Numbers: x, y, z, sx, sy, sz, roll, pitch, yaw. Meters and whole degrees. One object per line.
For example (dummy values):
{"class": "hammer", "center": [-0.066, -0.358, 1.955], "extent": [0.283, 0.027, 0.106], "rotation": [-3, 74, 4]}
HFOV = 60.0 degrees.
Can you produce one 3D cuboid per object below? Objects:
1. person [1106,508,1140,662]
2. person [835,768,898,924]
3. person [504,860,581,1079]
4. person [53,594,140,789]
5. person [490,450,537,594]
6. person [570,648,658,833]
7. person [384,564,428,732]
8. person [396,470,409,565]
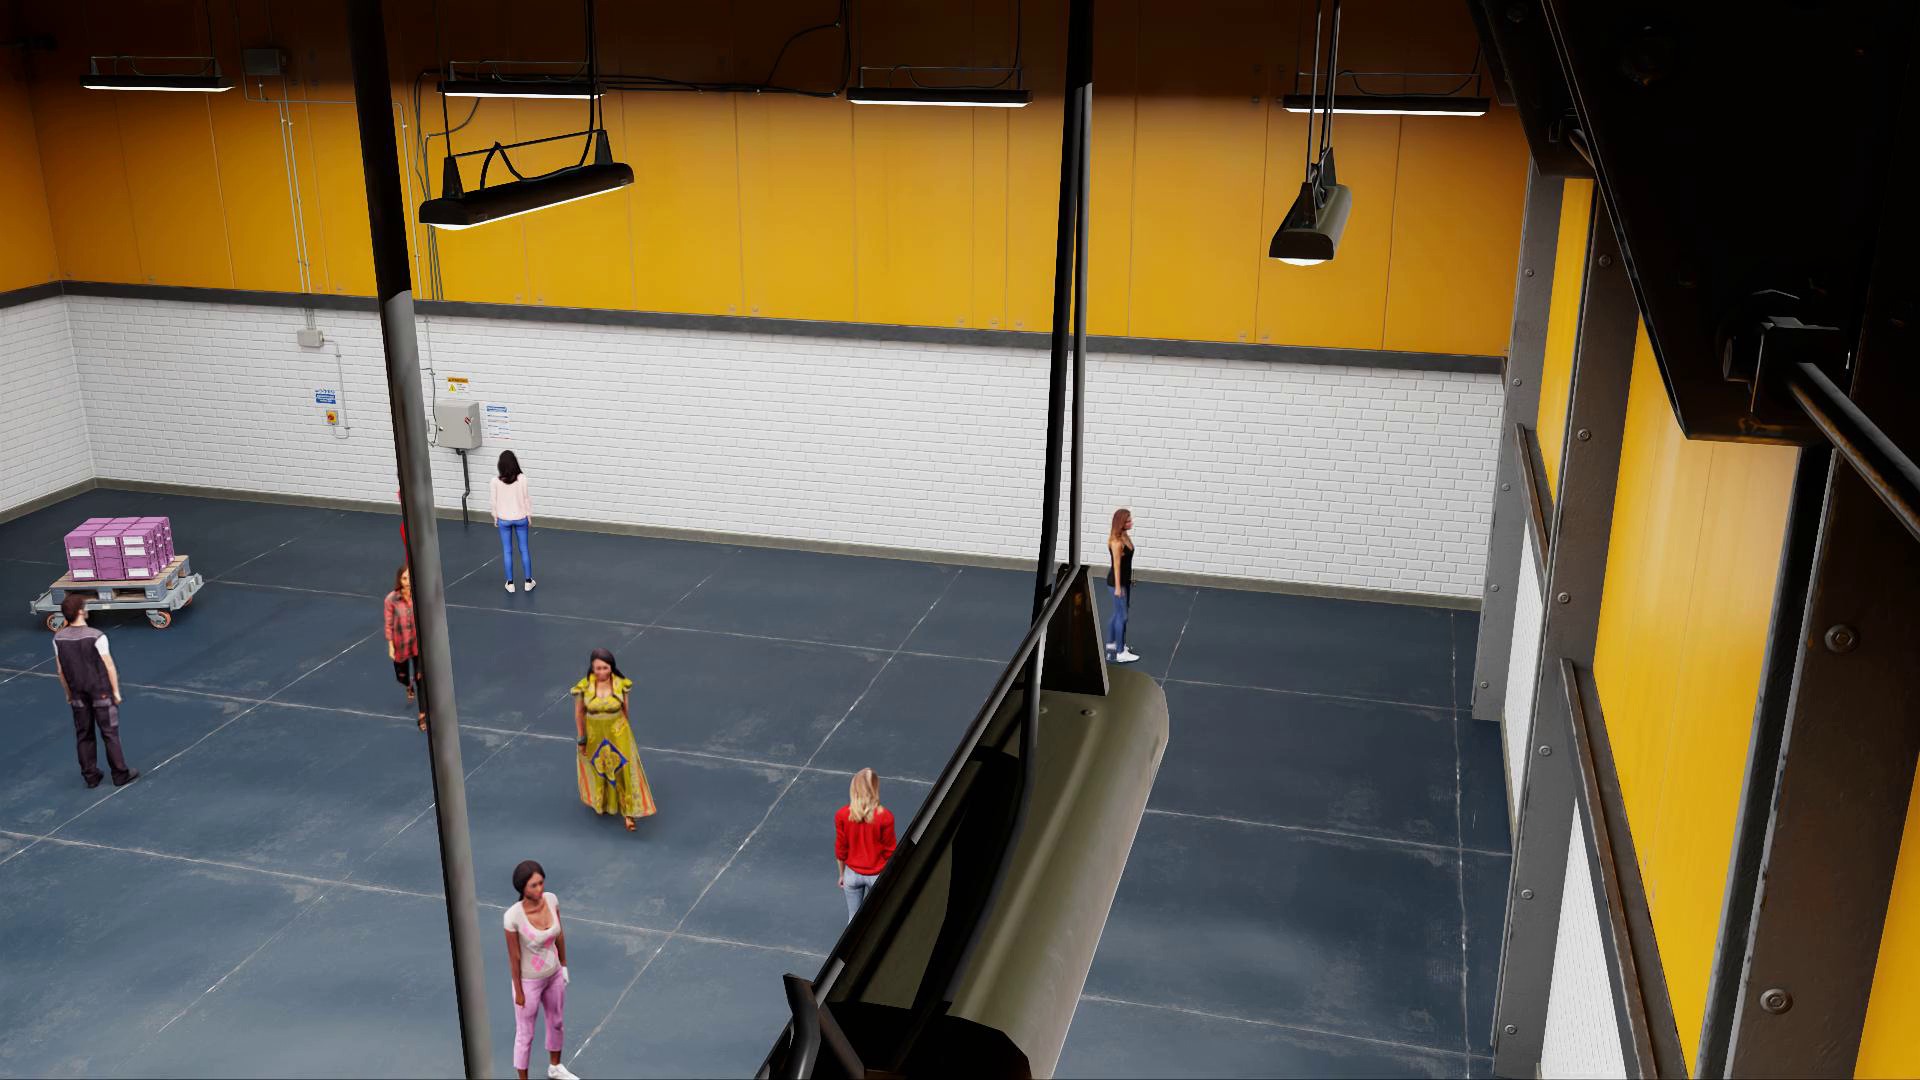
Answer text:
{"class": "person", "center": [1.733, 0.456, 18.172], "extent": [0.635, 1.724, 0.574], "rotation": [5, 19, 15]}
{"class": "person", "center": [-0.688, 2.468, 12.231], "extent": [0.647, 1.704, 0.543], "rotation": [2, 19, 7]}
{"class": "person", "center": [-2.779, 2.884, 10.939], "extent": [0.695, 1.739, 0.580], "rotation": [14, 23, 37]}
{"class": "person", "center": [-7.954, 1.386, 15.217], "extent": [0.702, 1.849, 0.664], "rotation": [-1, 19, -1]}
{"class": "person", "center": [-5.420, -0.232, 20.151], "extent": [0.722, 1.766, 0.710], "rotation": [-4, 19, -12]}
{"class": "person", "center": [-3.141, 1.694, 14.647], "extent": [1.139, 1.628, 1.259], "rotation": [-6, 19, -16]}
{"class": "person", "center": [-5.469, 1.033, 16.528], "extent": [0.927, 1.680, 1.065], "rotation": [-6, 20, -19]}
{"class": "person", "center": [-6.472, -0.070, 19.706], "extent": [0.642, 1.743, 0.456], "rotation": [3, 19, 9]}
